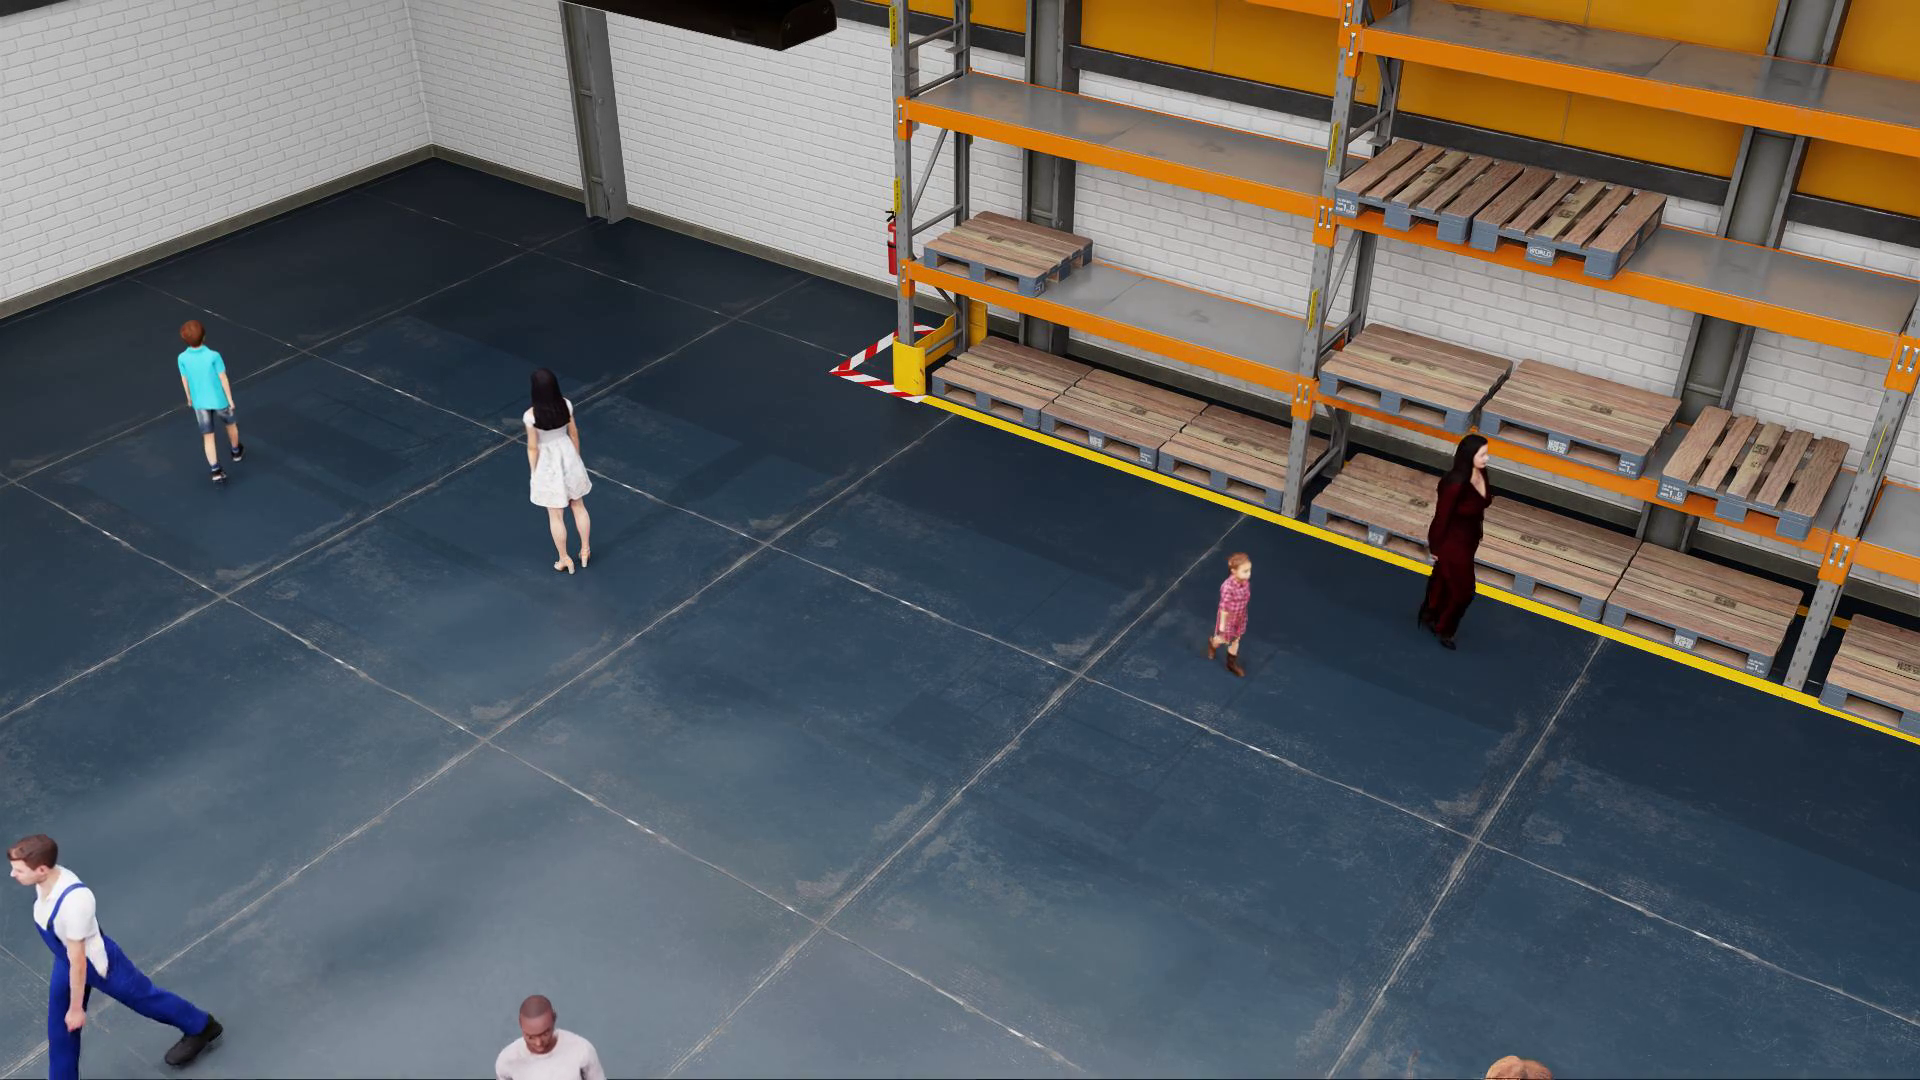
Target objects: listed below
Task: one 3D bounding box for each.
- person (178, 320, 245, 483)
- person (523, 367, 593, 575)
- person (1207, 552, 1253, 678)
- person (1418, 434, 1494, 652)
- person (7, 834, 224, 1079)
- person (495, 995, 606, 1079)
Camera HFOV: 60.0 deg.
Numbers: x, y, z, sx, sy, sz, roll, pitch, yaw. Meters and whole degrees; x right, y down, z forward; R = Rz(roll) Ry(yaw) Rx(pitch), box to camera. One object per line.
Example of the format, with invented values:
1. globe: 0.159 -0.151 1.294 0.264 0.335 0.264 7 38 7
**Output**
1. person: -6.382 -1.168 14.119 0.899 1.426 0.982 -7 34 -11
2. person: -3.108 -0.537 12.855 0.732 1.774 0.742 -22 40 -30
3. person: 1.940 0.505 11.970 0.530 1.019 0.643 -22 40 -30
4. person: 3.514 -0.025 12.112 0.666 1.743 0.681 24 40 31
5. person: -4.433 2.212 8.700 1.241 1.796 0.749 25 41 33
6. person: -1.910 2.737 7.968 1.083 1.731 1.195 -8 34 -12
